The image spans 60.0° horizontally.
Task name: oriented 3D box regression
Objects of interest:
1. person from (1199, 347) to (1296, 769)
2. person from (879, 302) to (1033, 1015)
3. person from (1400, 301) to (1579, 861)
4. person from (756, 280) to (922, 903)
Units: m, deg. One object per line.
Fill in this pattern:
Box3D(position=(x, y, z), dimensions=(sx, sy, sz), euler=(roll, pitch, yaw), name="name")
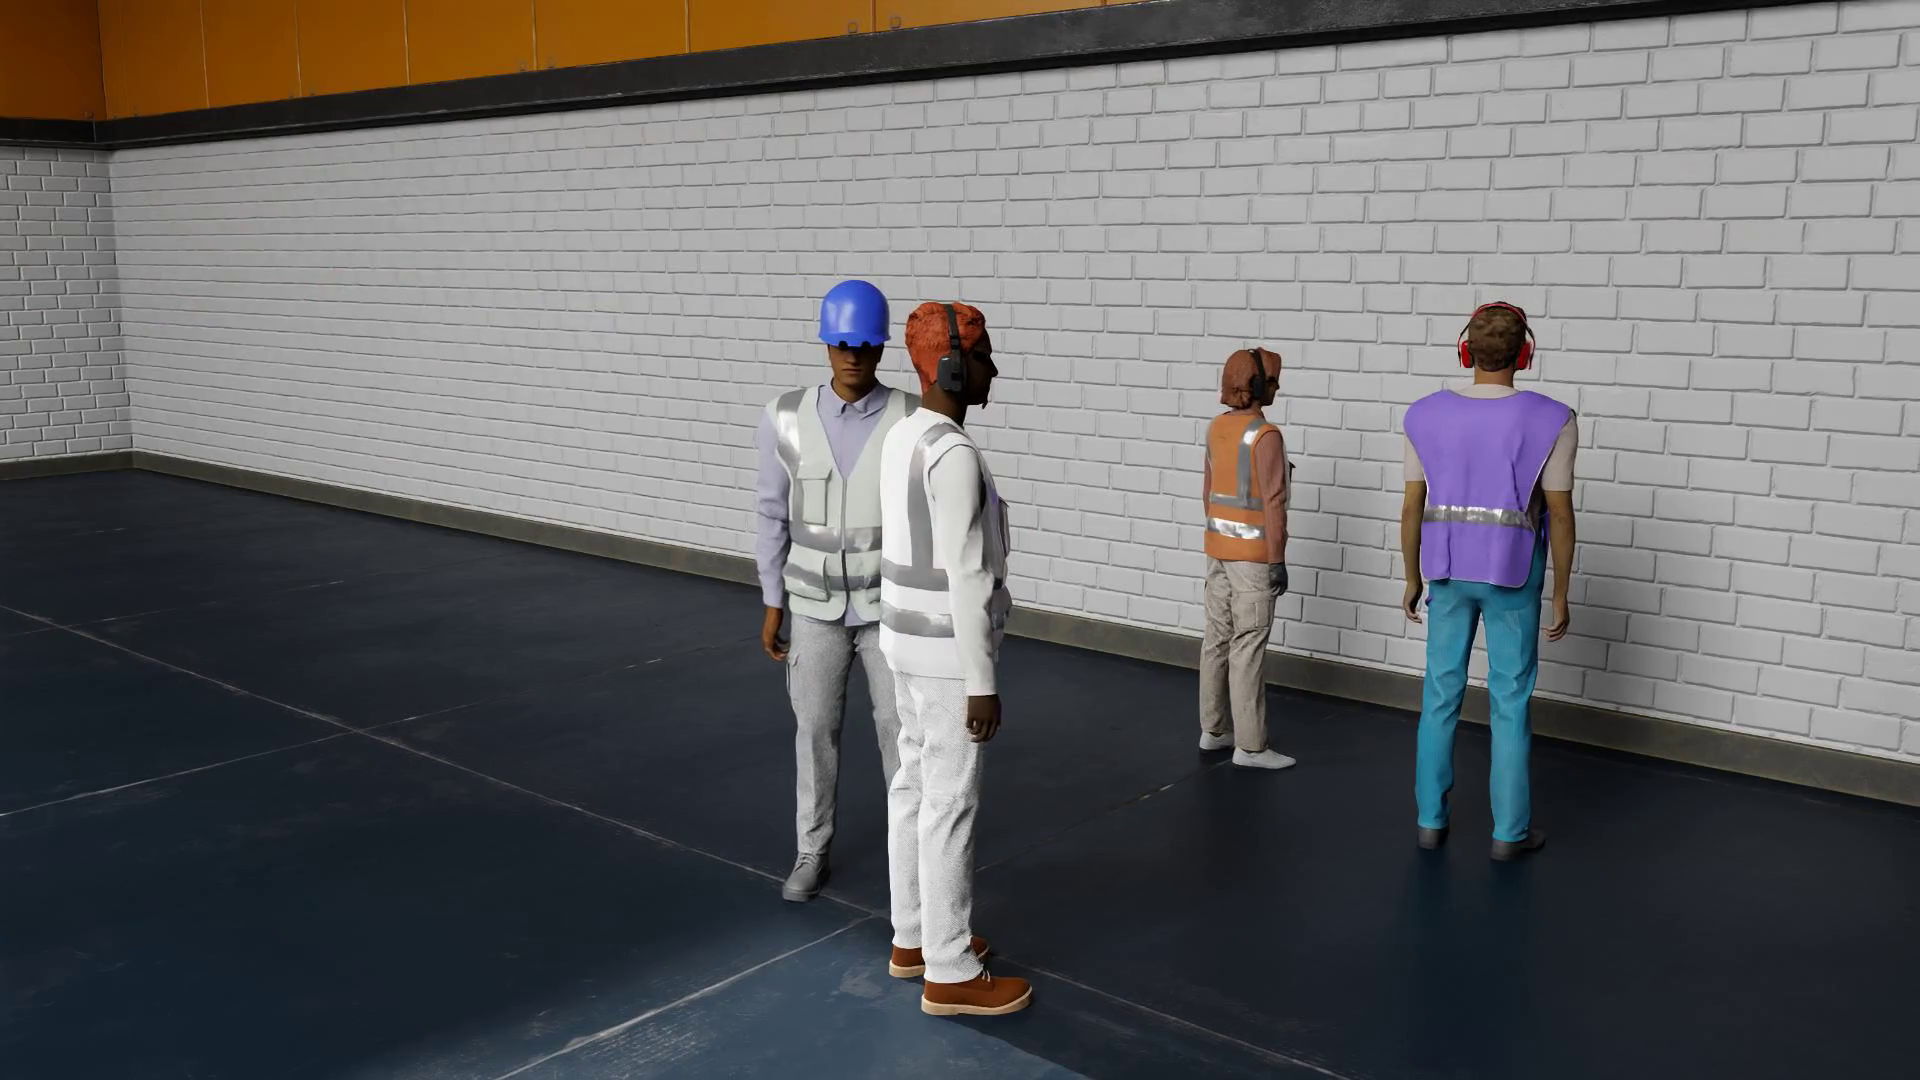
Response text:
Box3D(position=(1.116, 0.071, 6.512), dimensions=(0.311, 1.642, 0.512), euler=(-4, 11, -21), name="person")
Box3D(position=(-0.031, 0.316, 4.432), dimensions=(0.355, 1.882, 0.576), euler=(-4, 11, -20), name="person")
Box3D(position=(1.732, 0.143, 5.507), dimensions=(0.566, 1.849, 0.387), euler=(6, 12, 30), name="person")
Box3D(position=(-0.311, 0.187, 5.049), dimensions=(0.619, 1.934, 0.438), euler=(1, 10, 8), name="person")
